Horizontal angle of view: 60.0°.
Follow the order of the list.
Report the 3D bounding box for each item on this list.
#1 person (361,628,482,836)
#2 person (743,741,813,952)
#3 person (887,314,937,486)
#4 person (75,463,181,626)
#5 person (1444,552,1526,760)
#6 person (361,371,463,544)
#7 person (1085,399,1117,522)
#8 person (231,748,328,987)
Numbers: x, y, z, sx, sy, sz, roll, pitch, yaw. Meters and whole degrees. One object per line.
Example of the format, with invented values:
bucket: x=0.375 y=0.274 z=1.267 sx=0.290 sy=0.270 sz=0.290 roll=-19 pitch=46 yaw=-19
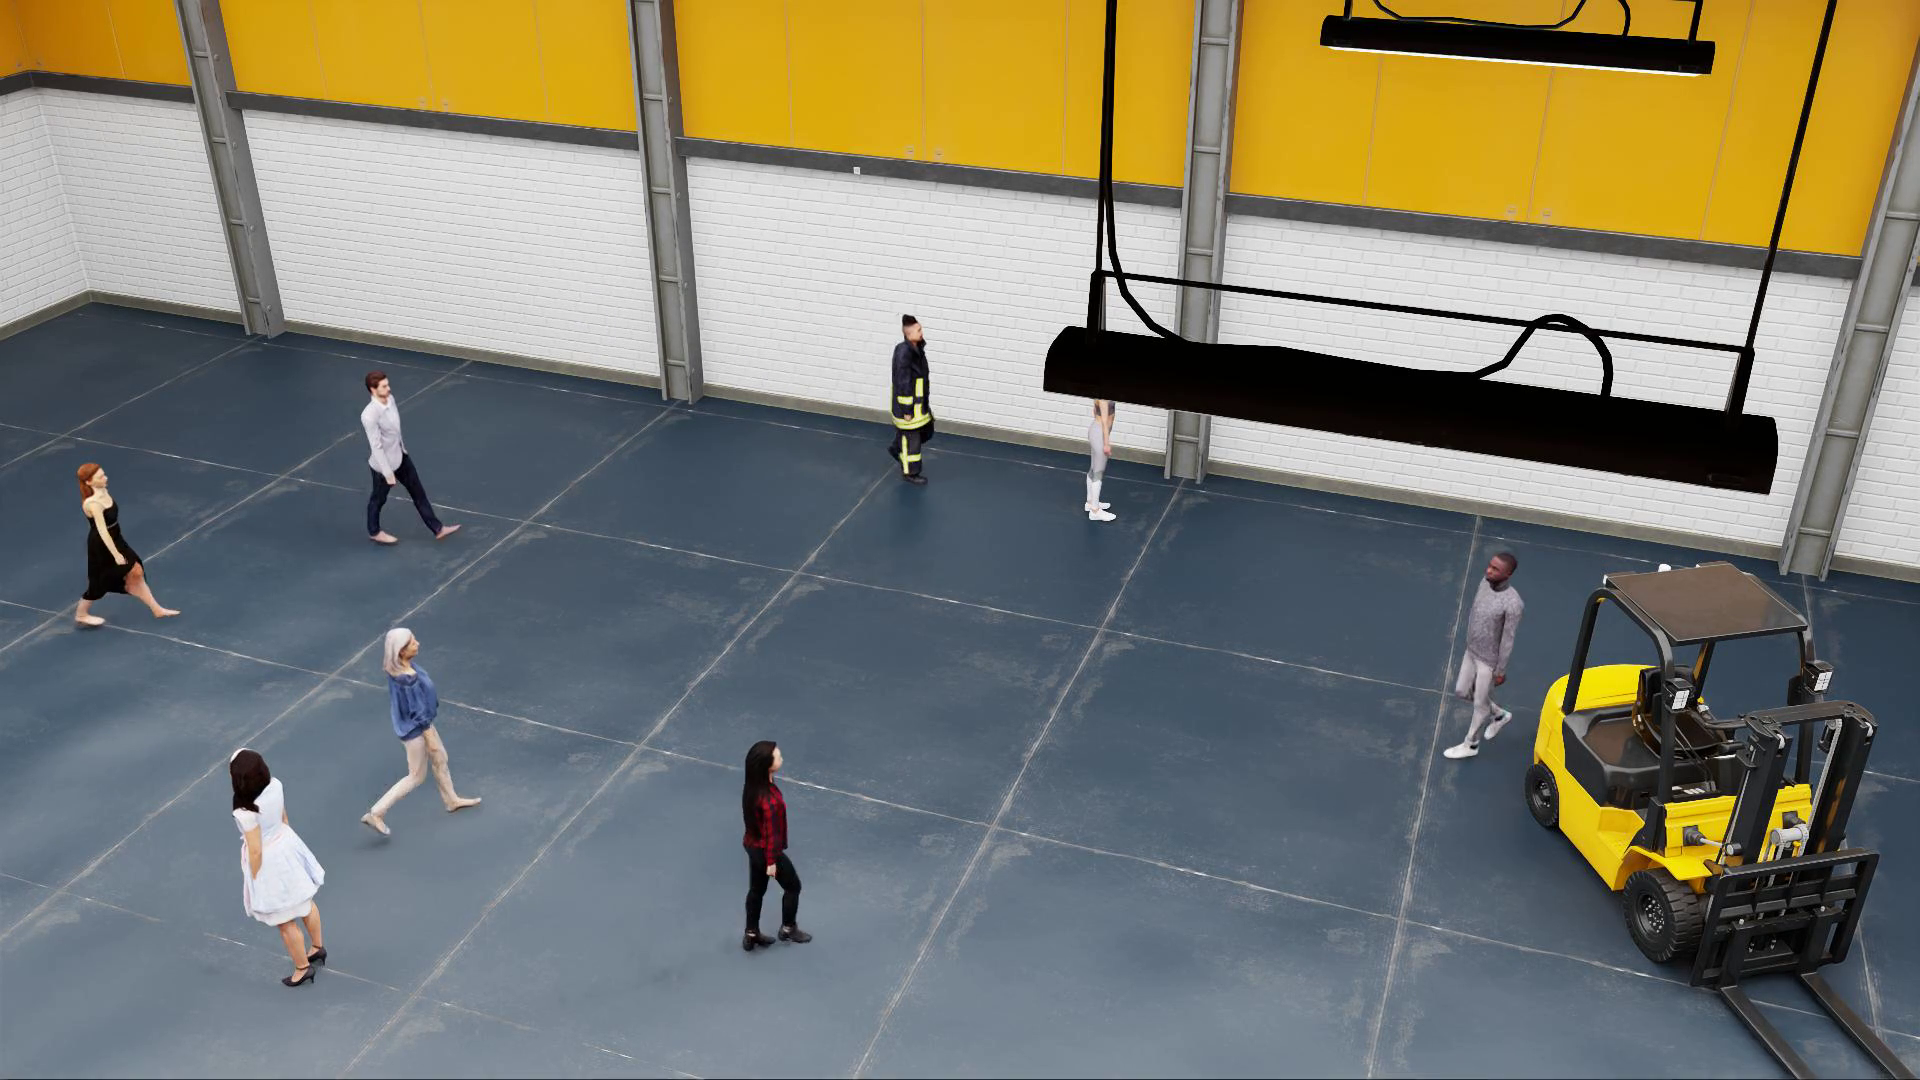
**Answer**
person: x=-4.028 y=1.419 z=12.063 sx=1.128 sy=1.669 sz=1.081 roll=-14 pitch=32 yaw=-24
person: x=-1.365 y=2.049 z=10.936 sx=0.835 sy=1.641 sz=0.774 roll=-11 pitch=31 yaw=-20
person: x=-0.585 y=-1.475 z=17.176 sx=0.807 sy=1.852 sz=0.748 roll=11 pitch=30 yaw=19
person: x=-7.583 y=0.084 z=14.609 sx=1.183 sy=1.573 sz=0.916 roll=-4 pitch=29 yaw=-7
person: x=4.154 y=0.886 z=12.874 sx=1.005 sy=1.828 sz=0.933 roll=-8 pitch=30 yaw=-14
person: x=-5.540 y=-0.752 z=15.903 sx=1.194 sy=1.802 sz=0.808 roll=6 pitch=29 yaw=11
person: x=1.385 y=-1.020 z=16.497 sx=0.667 sy=1.705 sz=0.650 roll=-3 pitch=29 yaw=-5
person: x=-4.380 y=2.100 z=10.662 sx=0.751 sy=1.813 sz=0.729 roll=6 pitch=29 yaw=10
